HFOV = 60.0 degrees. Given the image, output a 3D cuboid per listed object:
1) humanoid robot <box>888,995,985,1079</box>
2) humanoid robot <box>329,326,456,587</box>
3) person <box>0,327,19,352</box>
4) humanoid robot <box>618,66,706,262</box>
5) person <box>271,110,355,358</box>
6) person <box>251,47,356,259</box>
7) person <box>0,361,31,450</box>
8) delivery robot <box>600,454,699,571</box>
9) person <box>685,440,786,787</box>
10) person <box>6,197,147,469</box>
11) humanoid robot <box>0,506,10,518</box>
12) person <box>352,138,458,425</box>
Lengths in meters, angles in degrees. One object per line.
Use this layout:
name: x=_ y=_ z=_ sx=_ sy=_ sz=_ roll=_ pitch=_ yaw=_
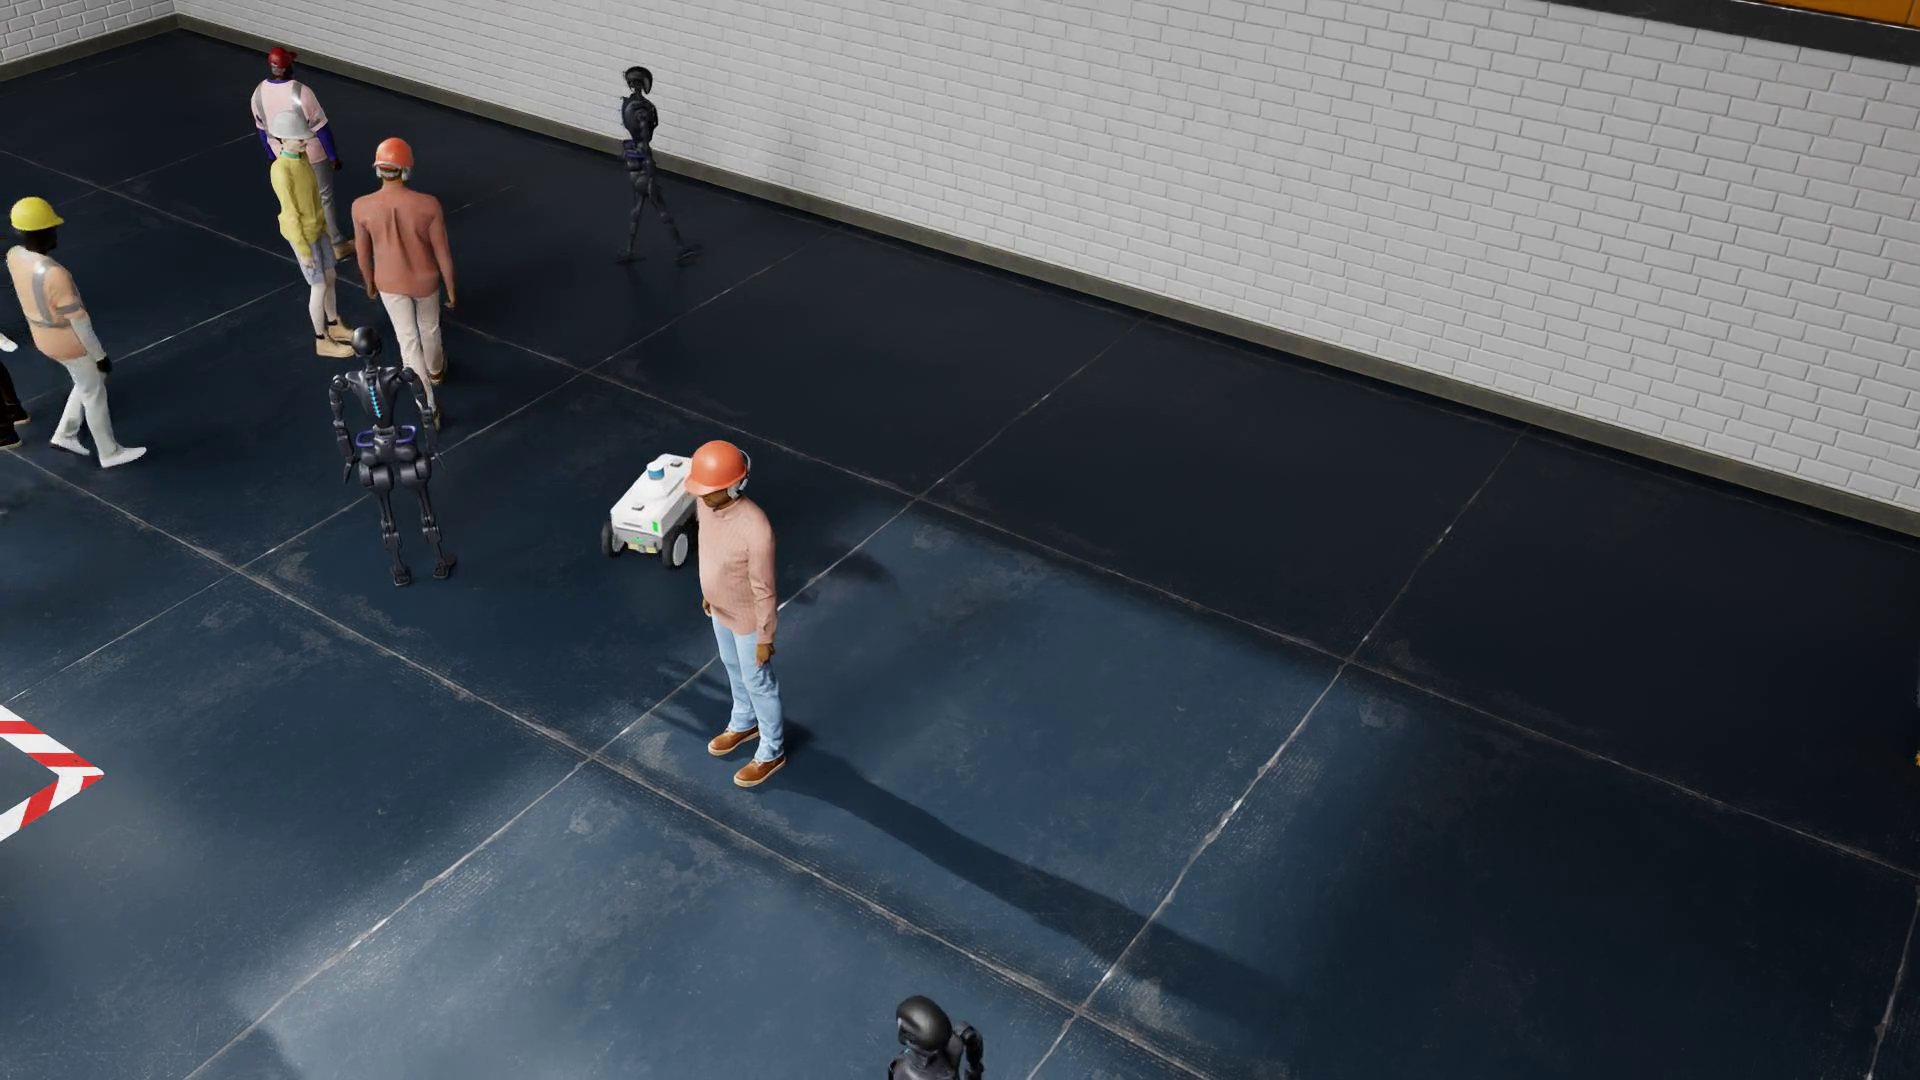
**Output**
humanoid robot: x=-0.146 y=2.169 z=5.953 sx=0.724 sy=1.631 sz=0.589 roll=27 pitch=43 yaw=33
humanoid robot: x=-3.327 y=-0.488 z=9.720 sx=0.599 sy=1.657 sz=0.315 roll=-7 pitch=36 yaw=-10
person: x=-7.298 y=-2.166 z=11.960 sx=0.324 sy=1.875 sz=0.525 roll=27 pitch=43 yaw=33
humanoid robot: x=-2.493 y=-3.018 z=13.378 sx=0.735 sy=1.631 sz=0.615 roll=-11 pitch=36 yaw=-15
person: x=-4.696 y=-2.202 z=12.010 sx=0.412 sy=1.880 sz=0.491 roll=0 pitch=35 yaw=1
person: x=-5.297 y=-3.107 z=13.409 sx=0.611 sy=1.753 sz=0.420 roll=4 pitch=35 yaw=5
person: x=-6.634 y=-1.502 z=10.947 sx=0.377 sy=1.958 sz=0.596 roll=-10 pitch=36 yaw=-14
delivery robot: x=-1.866 y=-0.190 z=10.301 sx=0.499 sy=0.612 sz=0.813 roll=11 pitch=36 yaw=15
person: x=-1.113 y=0.353 z=8.267 sx=0.403 sy=1.986 sz=0.610 roll=-23 pitch=41 yaw=-30
person: x=-5.715 y=-1.290 z=10.676 sx=0.595 sy=1.911 sz=0.436 roll=27 pitch=43 yaw=33
humanoid robot: x=-6.233 y=-0.825 z=10.183 sx=0.722 sy=1.804 sz=0.530 roll=21 pitch=40 yaw=27
person: x=-3.764 y=-1.780 z=11.365 sx=0.634 sy=1.933 sz=1.008 roll=-8 pitch=36 yaw=-12
